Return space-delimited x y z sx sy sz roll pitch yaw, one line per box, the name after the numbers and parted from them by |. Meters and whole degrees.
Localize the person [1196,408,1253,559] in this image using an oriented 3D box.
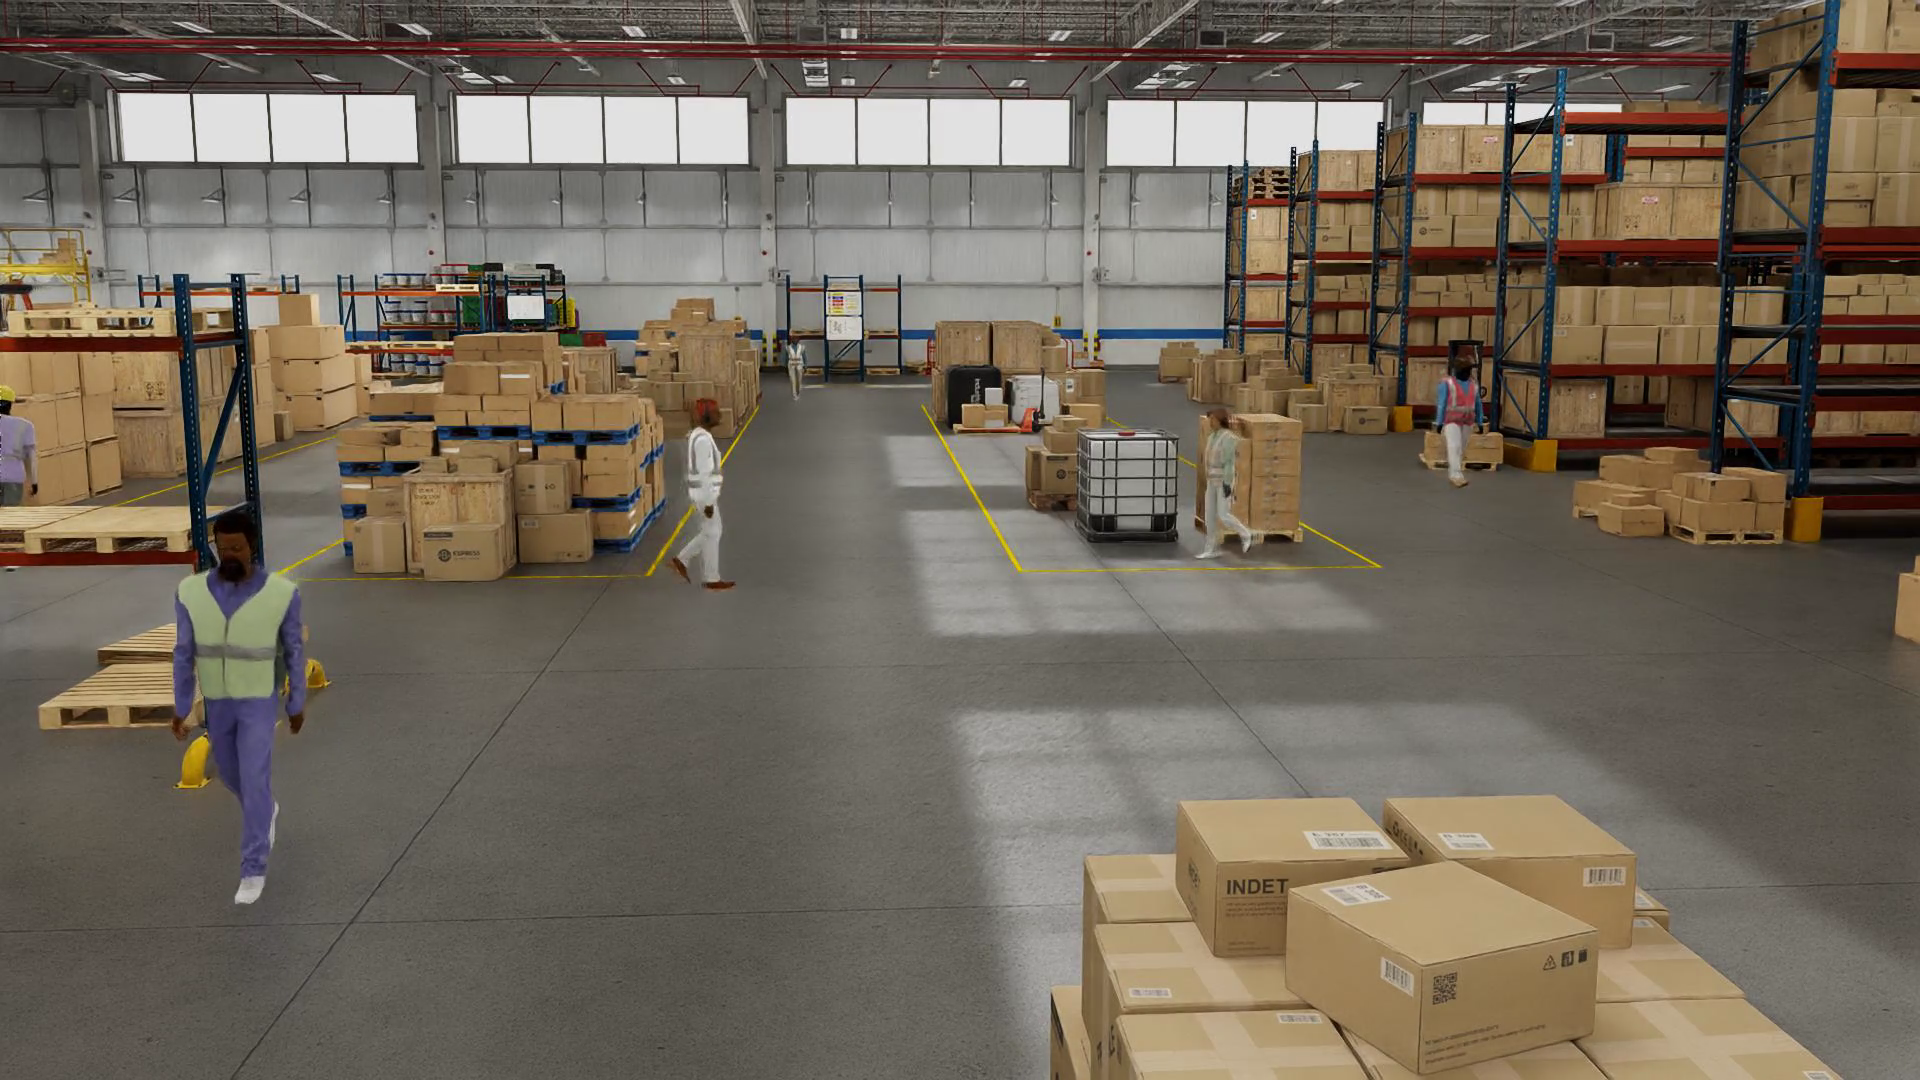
2.808 -0.597 17.692 0.538 1.623 0.533 -4 10 -22 | person

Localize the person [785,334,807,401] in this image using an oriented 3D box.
-3.978 -4.166 40.162 0.523 1.617 0.654 -2 9 -13 | person

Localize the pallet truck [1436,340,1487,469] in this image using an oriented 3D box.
8.004 -2.170 26.422 0.823 1.965 1.885 2 9 14 | pallet truck

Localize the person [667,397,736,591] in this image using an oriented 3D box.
-2.459 -0.424 15.848 0.545 1.872 0.603 -2 9 -13 | person

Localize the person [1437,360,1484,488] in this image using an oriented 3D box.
7.189 -1.651 23.731 0.655 1.808 0.782 -3 9 -16 | person

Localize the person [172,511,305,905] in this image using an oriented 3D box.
-3.570 0.771 8.313 0.592 1.888 0.897 0 9 -3 | person

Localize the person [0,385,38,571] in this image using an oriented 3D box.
-9.867 -0.650 17.211 0.594 1.883 0.828 -3 10 -20 | person
